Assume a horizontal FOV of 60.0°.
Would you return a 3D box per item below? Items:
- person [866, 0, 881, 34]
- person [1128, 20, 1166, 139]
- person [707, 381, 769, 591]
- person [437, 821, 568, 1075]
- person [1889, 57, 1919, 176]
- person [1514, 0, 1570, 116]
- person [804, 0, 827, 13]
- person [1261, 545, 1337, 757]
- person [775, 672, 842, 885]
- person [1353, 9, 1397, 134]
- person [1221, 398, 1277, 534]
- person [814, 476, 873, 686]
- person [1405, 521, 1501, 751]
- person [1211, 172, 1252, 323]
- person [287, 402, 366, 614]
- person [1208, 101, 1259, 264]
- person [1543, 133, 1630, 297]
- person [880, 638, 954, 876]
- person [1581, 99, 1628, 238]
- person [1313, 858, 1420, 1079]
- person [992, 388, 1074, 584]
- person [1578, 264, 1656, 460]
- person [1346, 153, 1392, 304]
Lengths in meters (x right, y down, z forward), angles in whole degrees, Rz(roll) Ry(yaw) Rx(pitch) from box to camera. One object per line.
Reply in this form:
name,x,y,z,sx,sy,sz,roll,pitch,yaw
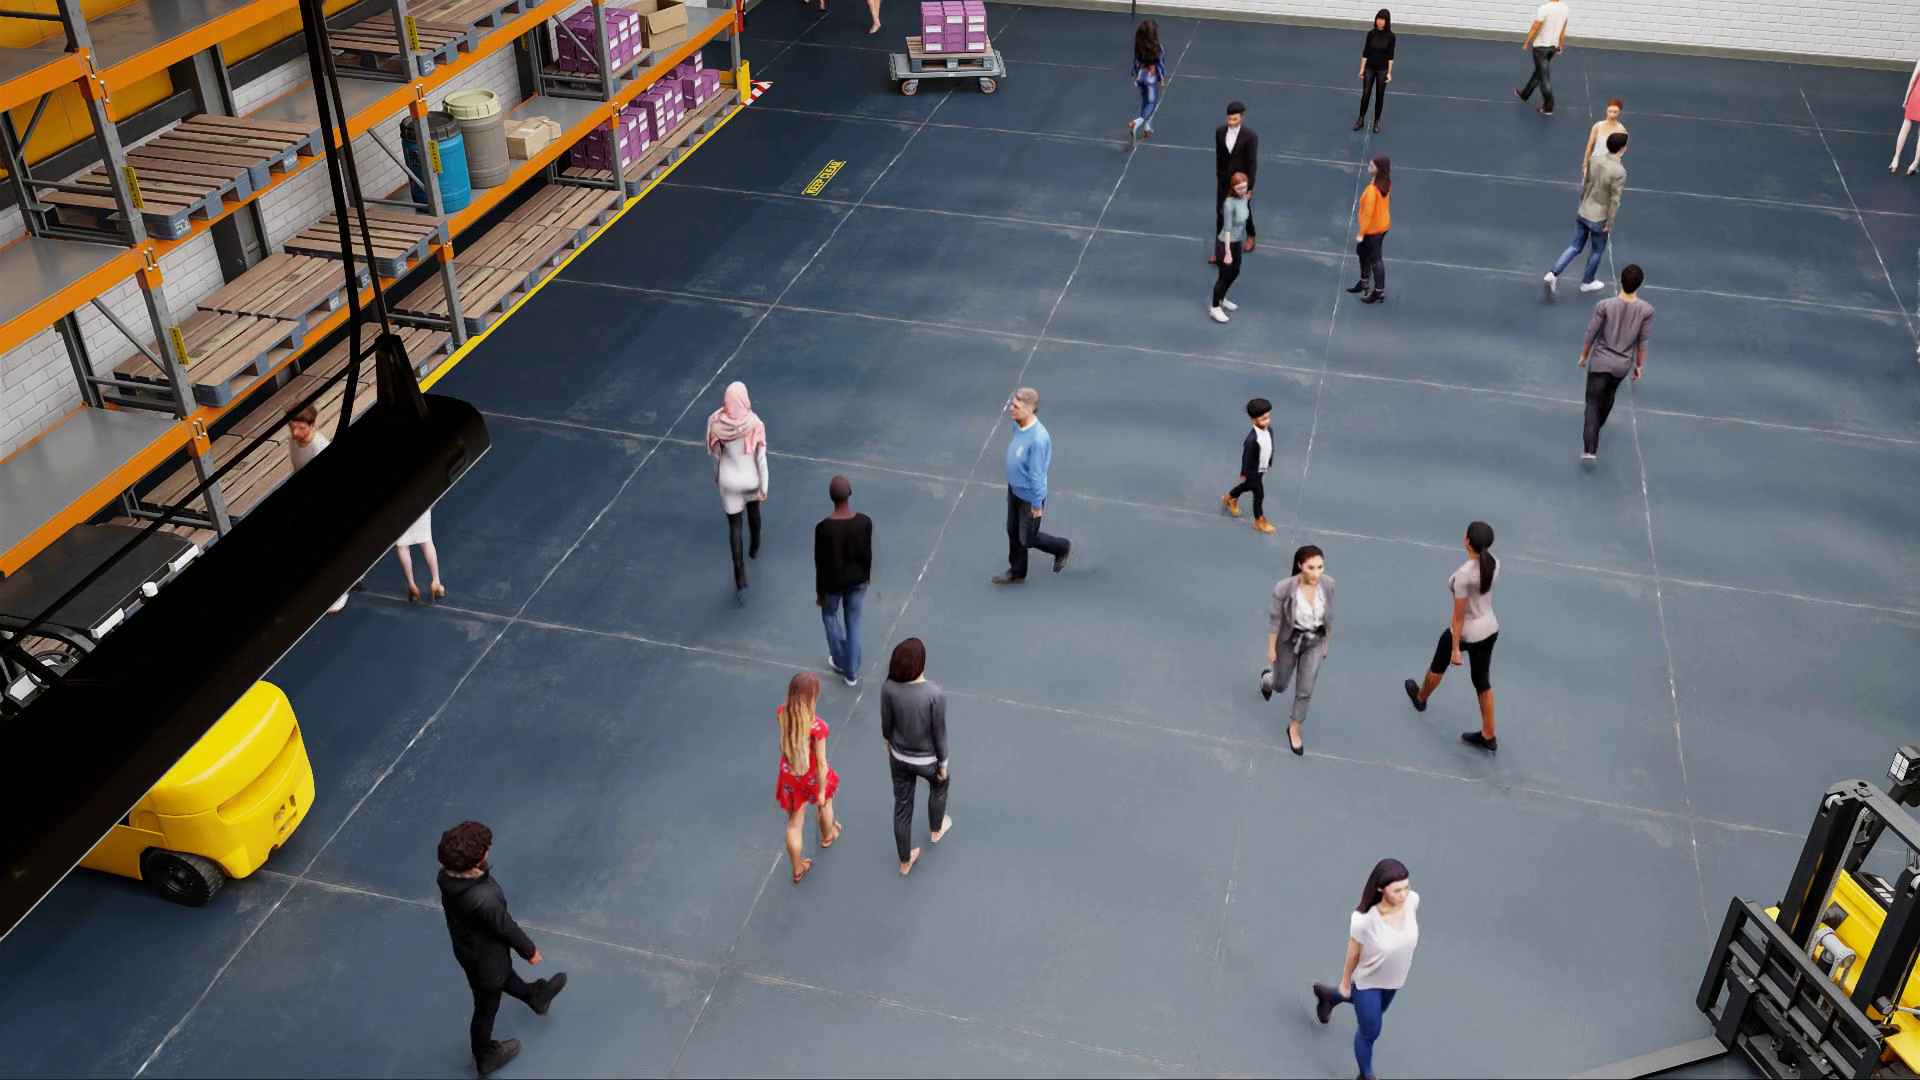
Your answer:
person,-1.378,-8.955,26.233,0.796,1.779,0.539,14,36,20
person,2.469,-6.057,22.037,0.840,1.599,1.017,23,40,31
person,-1.780,-0.410,13.388,0.892,1.768,1.230,-3,34,-4
person,-2.724,2.335,9.276,0.928,1.748,1.081,29,43,36
person,12.197,-5.540,21.052,0.655,1.827,0.631,22,39,29
person,8.121,-6.746,22.929,1.096,1.759,1.217,-14,36,-20
person,-2.439,-9.488,27.177,1.106,1.623,1.226,-16,37,-22
person,2.378,0.716,11.792,0.846,1.660,1.011,-6,34,-9
person,-1.028,1.560,10.601,0.632,1.573,0.833,16,37,22
person,5.624,-6.344,22.430,0.616,1.641,0.552,14,36,20
person,2.499,-0.677,14.294,0.799,1.209,0.845,27,42,34
person,-0.829,0.353,12.265,0.729,1.740,0.765,-11,35,-17
person,3.666,0.729,11.734,1.093,1.702,1.141,-22,40,-30
person,2.802,-3.084,17.470,0.820,1.703,0.697,14,36,20
person,-5.028,-0.301,13.125,0.872,1.878,0.879,-26,42,-34
person,3.174,-4.088,18.849,0.980,1.848,1.231,20,39,28
person,6.769,-3.479,17.942,1.204,1.838,1.163,-19,38,-26
person,-0.301,1.432,10.634,0.640,1.748,0.803,9,35,14
person,7.539,-4.395,19.509,0.613,1.628,0.813,13,36,18
person,2.258,2.384,9.279,1.009,1.662,1.081,-17,37,-23
person,0.609,-0.416,13.367,1.021,1.801,0.996,-13,36,-18
person,5.907,-1.570,15.089,0.739,1.816,1.191,6,34,9
person,4.492,-3.331,17.824,0.743,1.722,0.633,20,38,27
